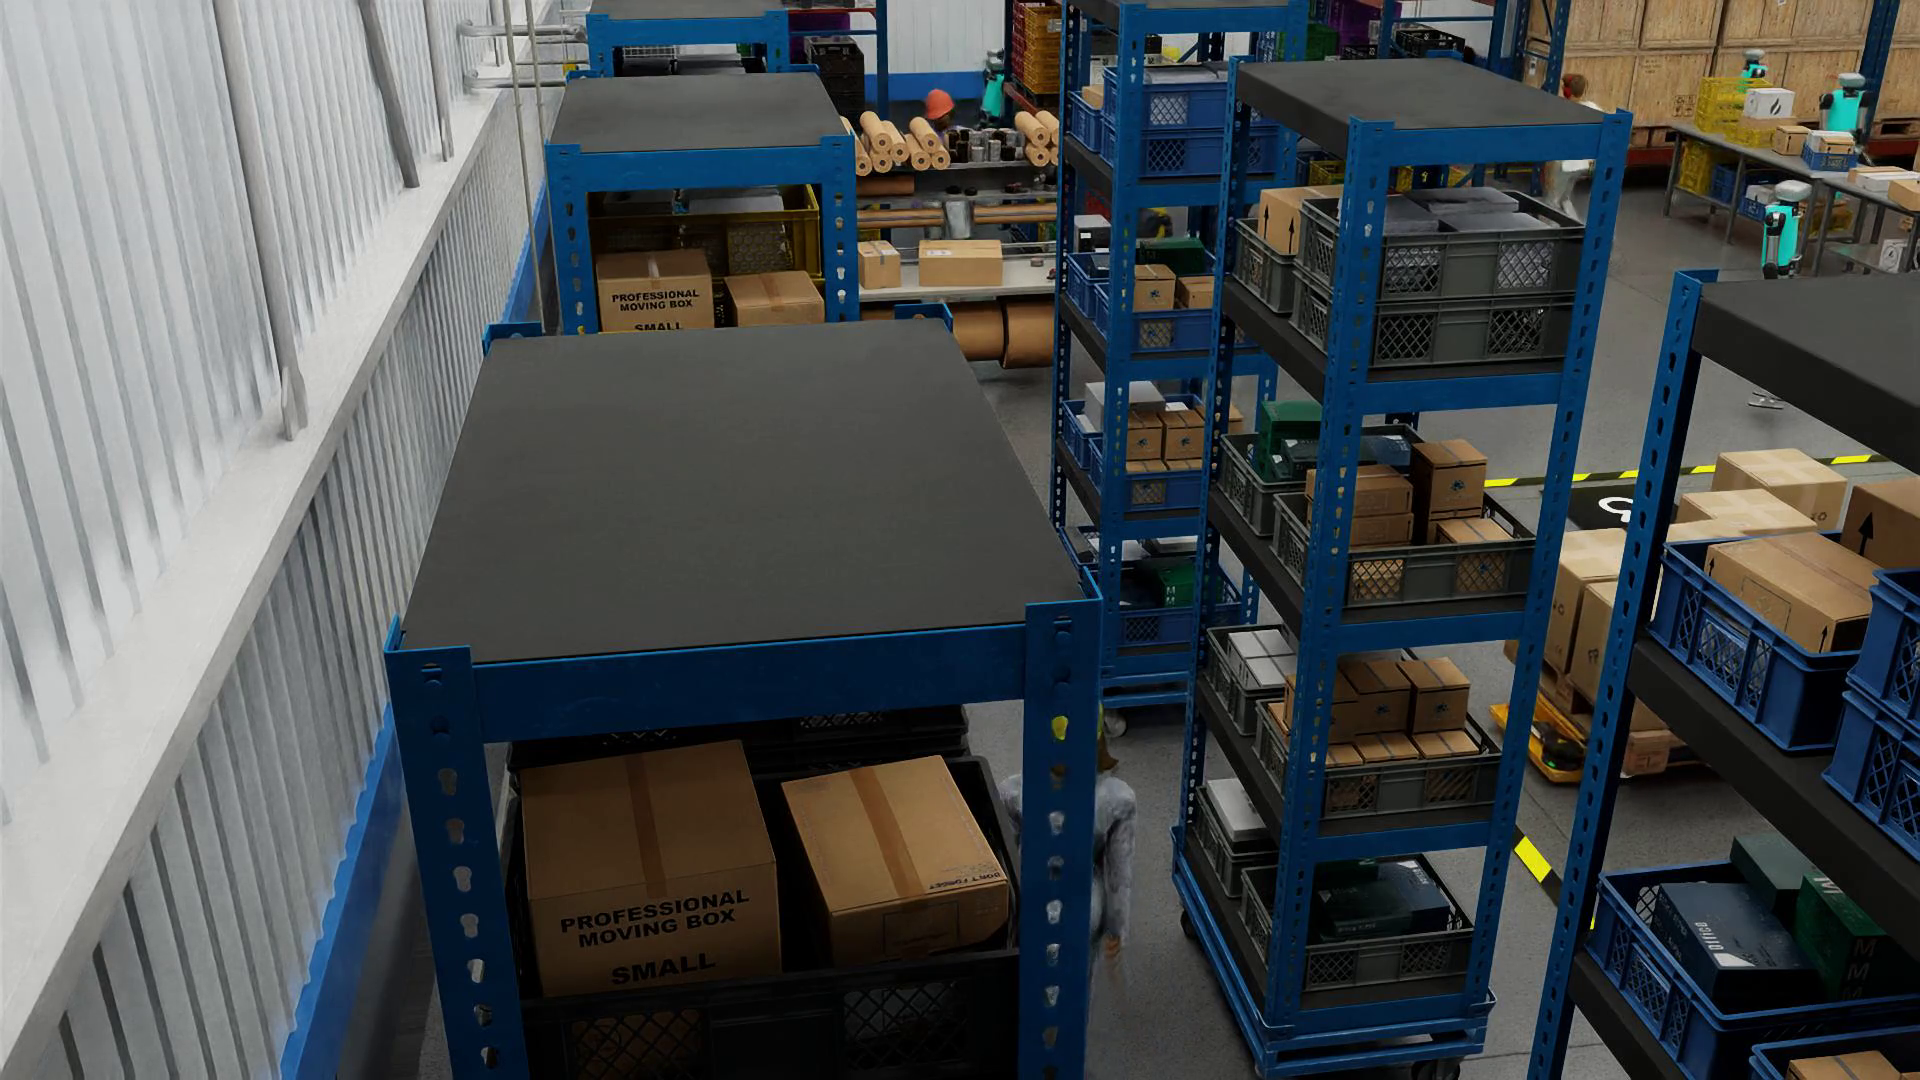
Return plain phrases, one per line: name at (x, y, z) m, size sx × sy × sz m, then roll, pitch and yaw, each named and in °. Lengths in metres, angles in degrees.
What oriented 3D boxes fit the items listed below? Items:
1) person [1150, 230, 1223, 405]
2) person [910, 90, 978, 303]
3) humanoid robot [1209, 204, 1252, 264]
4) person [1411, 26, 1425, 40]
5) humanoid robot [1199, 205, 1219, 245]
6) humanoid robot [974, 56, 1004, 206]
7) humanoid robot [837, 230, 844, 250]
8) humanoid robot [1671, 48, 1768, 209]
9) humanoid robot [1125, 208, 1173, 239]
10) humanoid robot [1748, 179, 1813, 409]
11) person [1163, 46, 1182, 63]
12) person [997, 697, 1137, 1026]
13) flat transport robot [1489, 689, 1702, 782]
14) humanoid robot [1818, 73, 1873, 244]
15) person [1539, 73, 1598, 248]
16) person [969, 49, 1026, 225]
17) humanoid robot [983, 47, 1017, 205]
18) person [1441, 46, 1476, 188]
person at (1.468, -1.111, 10.818) m, size 0.596 × 1.850 × 0.396 m, roll -3°, pitch 25°, yaw -6°
person at (-0.138, -2.917, 14.587) m, size 0.615 × 1.992 × 0.924 m, roll -1°, pitch 25°, yaw -2°
humanoid robot at (2.353, -2.469, 14.012) m, size 0.603 × 1.639 × 0.686 m, roll 13°, pitch 28°, yaw 27°
person at (5.195, -5.004, 19.295) m, size 0.622 × 1.845 × 0.431 m, roll -6°, pitch 25°, yaw -13°
humanoid robot at (2.552, -3.739, 16.744) m, size 0.394 × 1.637 × 0.610 m, roll 19°, pitch 31°, yaw 36°
humanoid robot at (0.137, -4.222, 17.730) m, size 0.866 × 1.775 × 0.549 m, roll -12°, pitch 27°, yaw -24°
humanoid robot at (-1.022, -2.282, 13.615) m, size 0.770 × 1.617 × 0.626 m, roll -6°, pitch 25°, yaw -14°
humanoid robot at (8.328, -4.541, 18.456) m, size 0.918 × 1.792 × 0.560 m, roll 5°, pitch 25°, yaw 11°
humanoid robot at (1.386, -2.036, 13.045) m, size 0.587 × 1.650 × 0.501 m, roll 16°, pitch 29°, yaw 30°
humanoid robot at (6.196, -1.773, 12.235) m, size 0.735 × 1.677 × 0.533 m, roll 17°, pitch 30°, yaw 32°
person at (2.255, -4.653, 18.644) m, size 0.546 × 1.737 × 0.485 m, roll -9°, pitch 26°, yaw -19°
person at (0.356, 1.297, 5.753) m, size 0.493 × 1.705 × 0.847 m, roll -3°, pitch 25°, yaw -6°
flat transport robot at (3.469, 0.894, 8.321) m, size 1.431 × 0.197 × 0.652 m, roll -5°, pitch 25°, yaw -10°
humanoid robot at (8.957, -3.766, 16.755) m, size 0.536 × 1.750 × 1.016 m, roll -4°, pitch 25°, yaw -9°
person at (5.966, -3.652, 16.361) m, size 0.601 × 1.830 × 0.456 m, roll -14°, pitch 28°, yaw -27°
person at (0.438, -4.312, 17.803) m, size 0.851 × 1.829 × 0.523 m, roll -13°, pitch 28°, yaw -25°
humanoid robot at (0.623, -4.502, 18.166) m, size 0.735 × 1.677 × 0.533 m, roll 10°, pitch 26°, yaw 20°
person at (5.263, -4.244, 17.587) m, size 0.587 × 1.885 × 0.913 m, roll -16°, pitch 29°, yaw -31°
